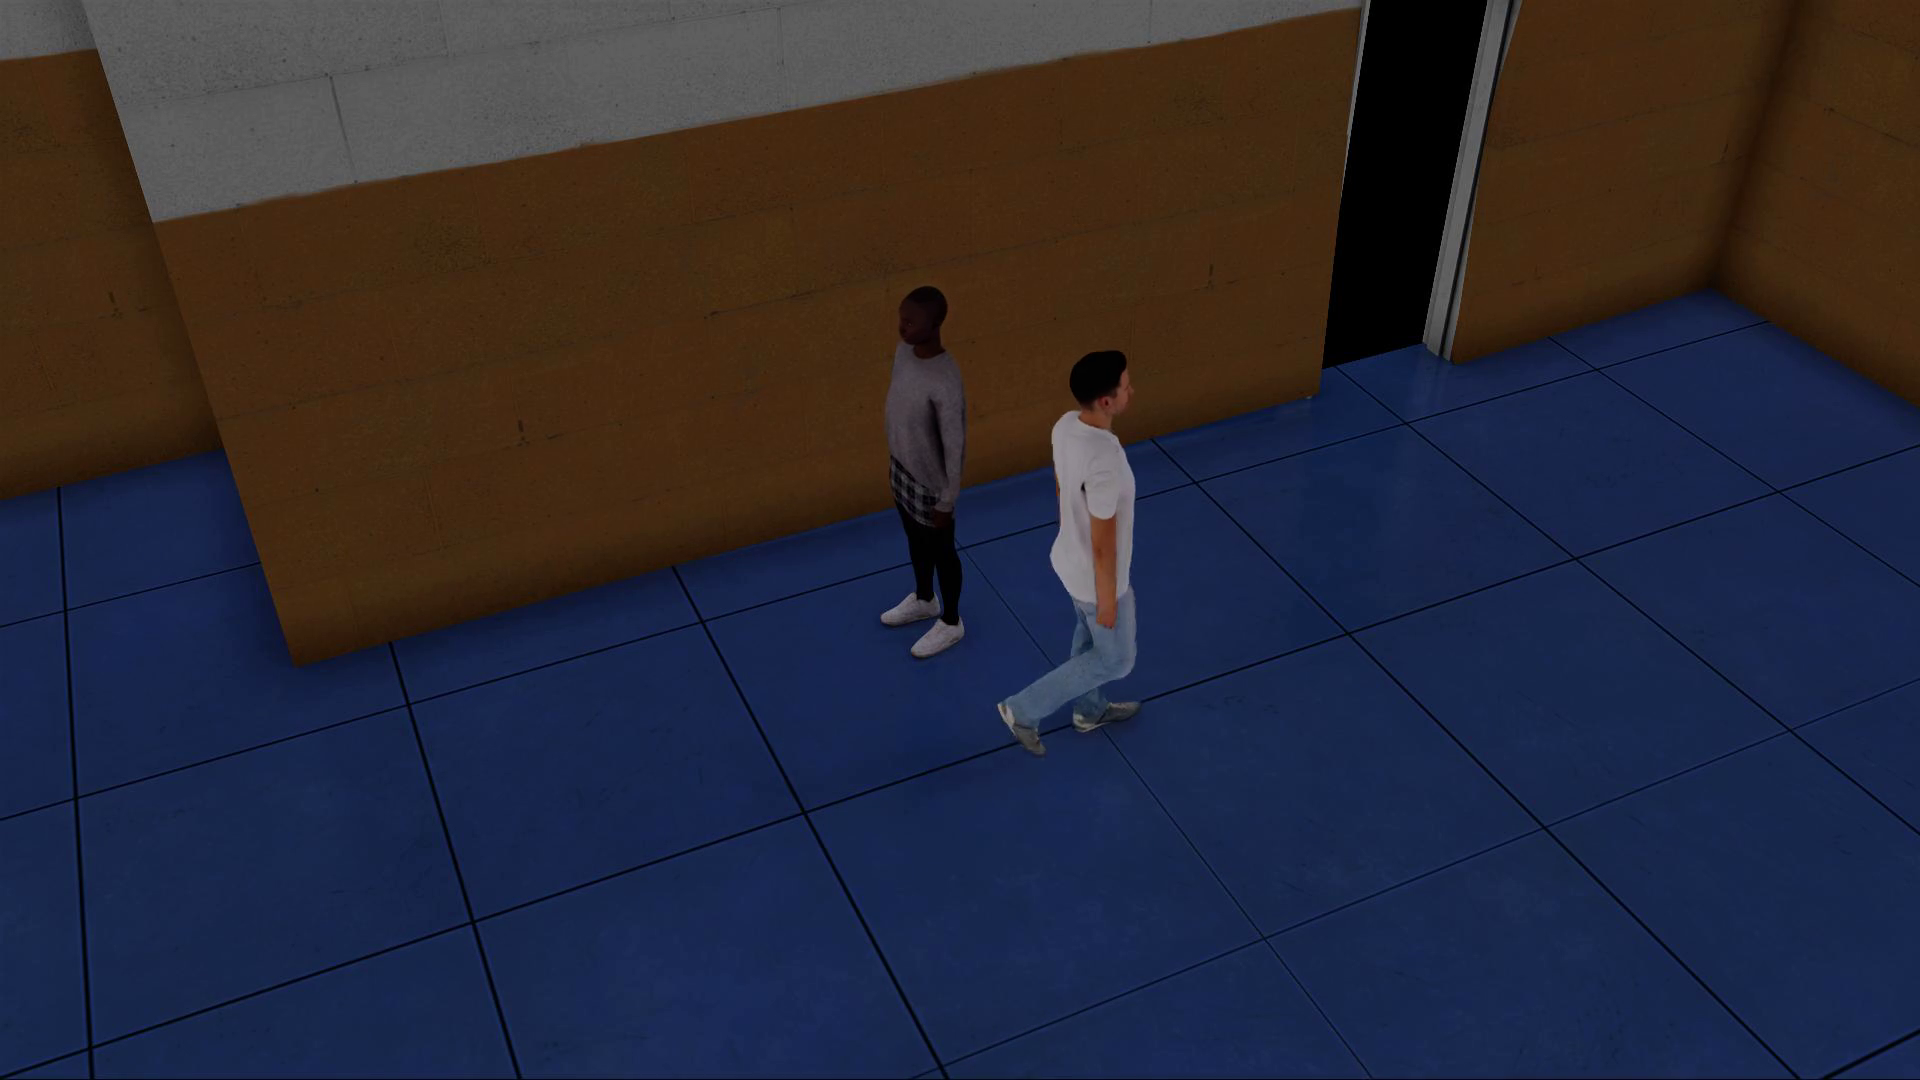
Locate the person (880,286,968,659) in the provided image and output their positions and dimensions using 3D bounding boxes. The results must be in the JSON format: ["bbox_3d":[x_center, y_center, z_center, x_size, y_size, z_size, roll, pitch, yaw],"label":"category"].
[{"bbox_3d":[-0.133,-0.289,7.106,0.701,1.772,0.497,-20,41,-25],"label":"person"}]

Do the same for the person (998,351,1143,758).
[{"bbox_3d":[0.447,0.113,6.507,0.850,1.850,0.905,-8,38,-10],"label":"person"}]
